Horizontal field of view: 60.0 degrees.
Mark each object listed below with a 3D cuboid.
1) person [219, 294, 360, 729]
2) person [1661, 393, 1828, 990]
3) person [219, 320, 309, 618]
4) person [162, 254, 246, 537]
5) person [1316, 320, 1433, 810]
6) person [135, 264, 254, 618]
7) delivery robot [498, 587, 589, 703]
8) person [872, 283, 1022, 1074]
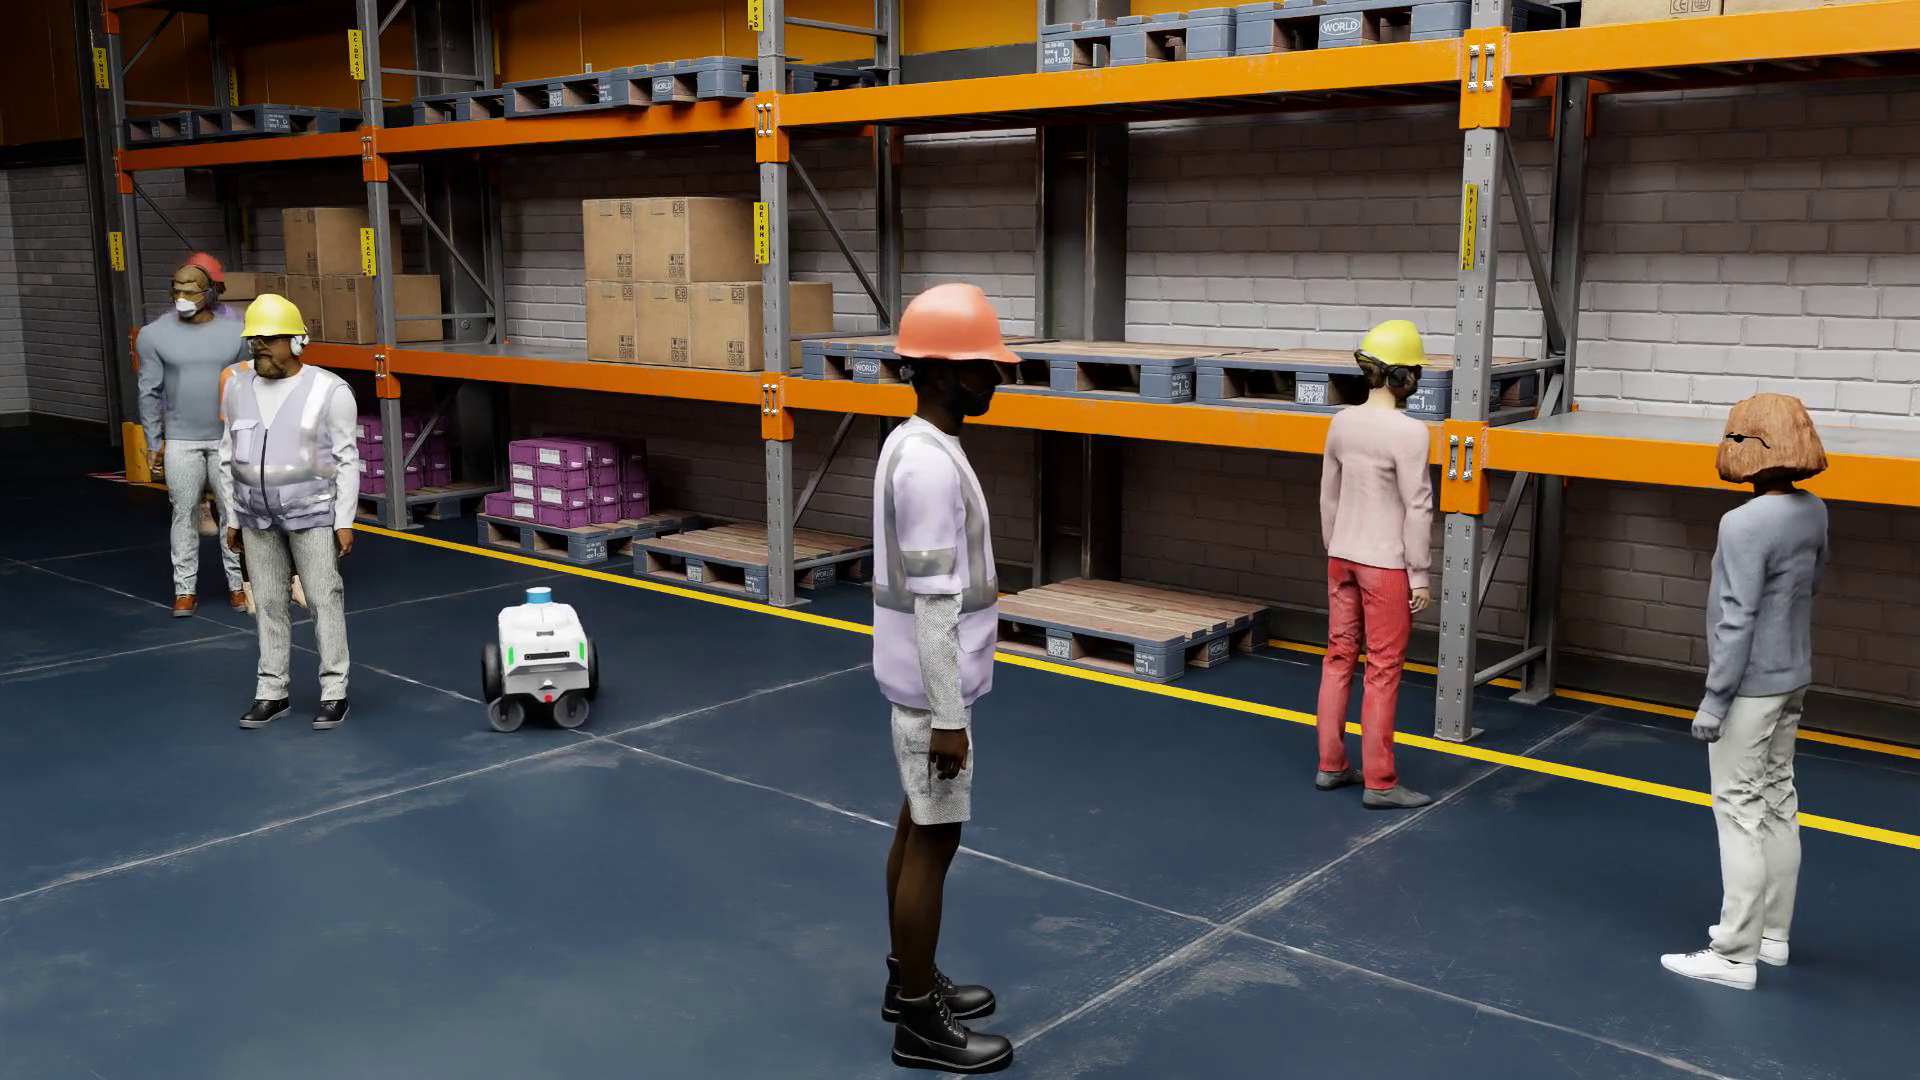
[{"bbox_3d":[-2.827,-0.110,6.999,0.592,1.833,0.404,1,10,4],"label":"person"},{"bbox_3d":[2.181,0.414,4.579,0.507,1.632,0.273,-8,13,-40],"label":"person"},{"bbox_3d":[-3.810,-0.433,9.216,0.322,1.699,0.532,9,13,42],"label":"person"},{"bbox_3d":[-5.127,-0.955,11.390,0.633,1.986,1.075,-8,13,-37],"label":"person"},{"bbox_3d":[1.526,0.088,6.061,0.330,1.767,0.528,-5,11,-26],"label":"person"},{"bbox_3d":[-4.165,-0.545,9.178,0.632,1.936,0.359,-5,11,-25],"label":"person"},{"bbox_3d":[-1.808,0.449,7.187,0.477,0.478,0.707,-3,10,-17],"label":"delivery robot"},{"bbox_3d":[-0.033,0.340,4.137,0.363,1.935,0.553,-1,10,-5],"label":"person"}]
